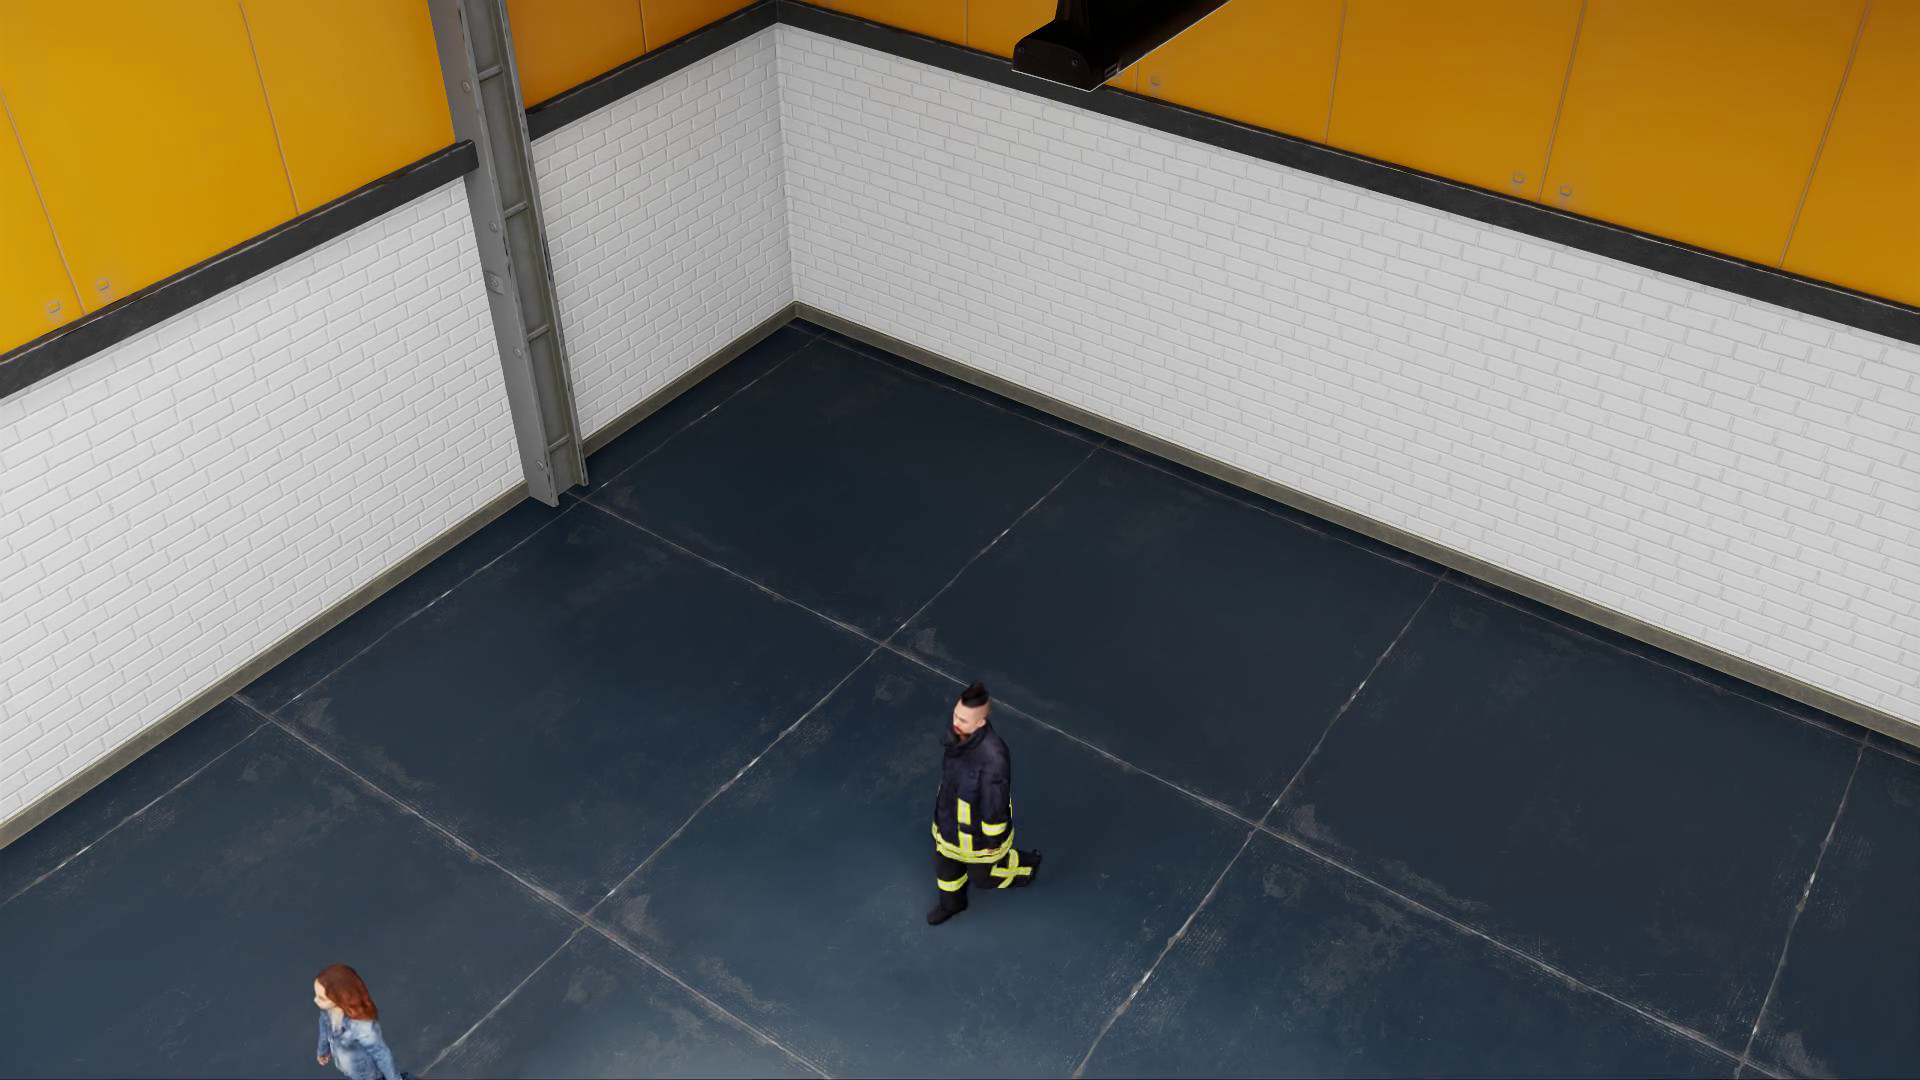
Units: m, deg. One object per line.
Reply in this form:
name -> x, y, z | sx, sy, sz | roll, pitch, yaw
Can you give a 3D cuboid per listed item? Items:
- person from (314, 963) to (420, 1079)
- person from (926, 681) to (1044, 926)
person -> -2.954, 2.608, 8.453 | 1.008, 1.447, 0.706 | -31, 48, -33
person -> 0.143, 1.497, 9.531 | 1.091, 1.837, 0.946 | -23, 44, -26
